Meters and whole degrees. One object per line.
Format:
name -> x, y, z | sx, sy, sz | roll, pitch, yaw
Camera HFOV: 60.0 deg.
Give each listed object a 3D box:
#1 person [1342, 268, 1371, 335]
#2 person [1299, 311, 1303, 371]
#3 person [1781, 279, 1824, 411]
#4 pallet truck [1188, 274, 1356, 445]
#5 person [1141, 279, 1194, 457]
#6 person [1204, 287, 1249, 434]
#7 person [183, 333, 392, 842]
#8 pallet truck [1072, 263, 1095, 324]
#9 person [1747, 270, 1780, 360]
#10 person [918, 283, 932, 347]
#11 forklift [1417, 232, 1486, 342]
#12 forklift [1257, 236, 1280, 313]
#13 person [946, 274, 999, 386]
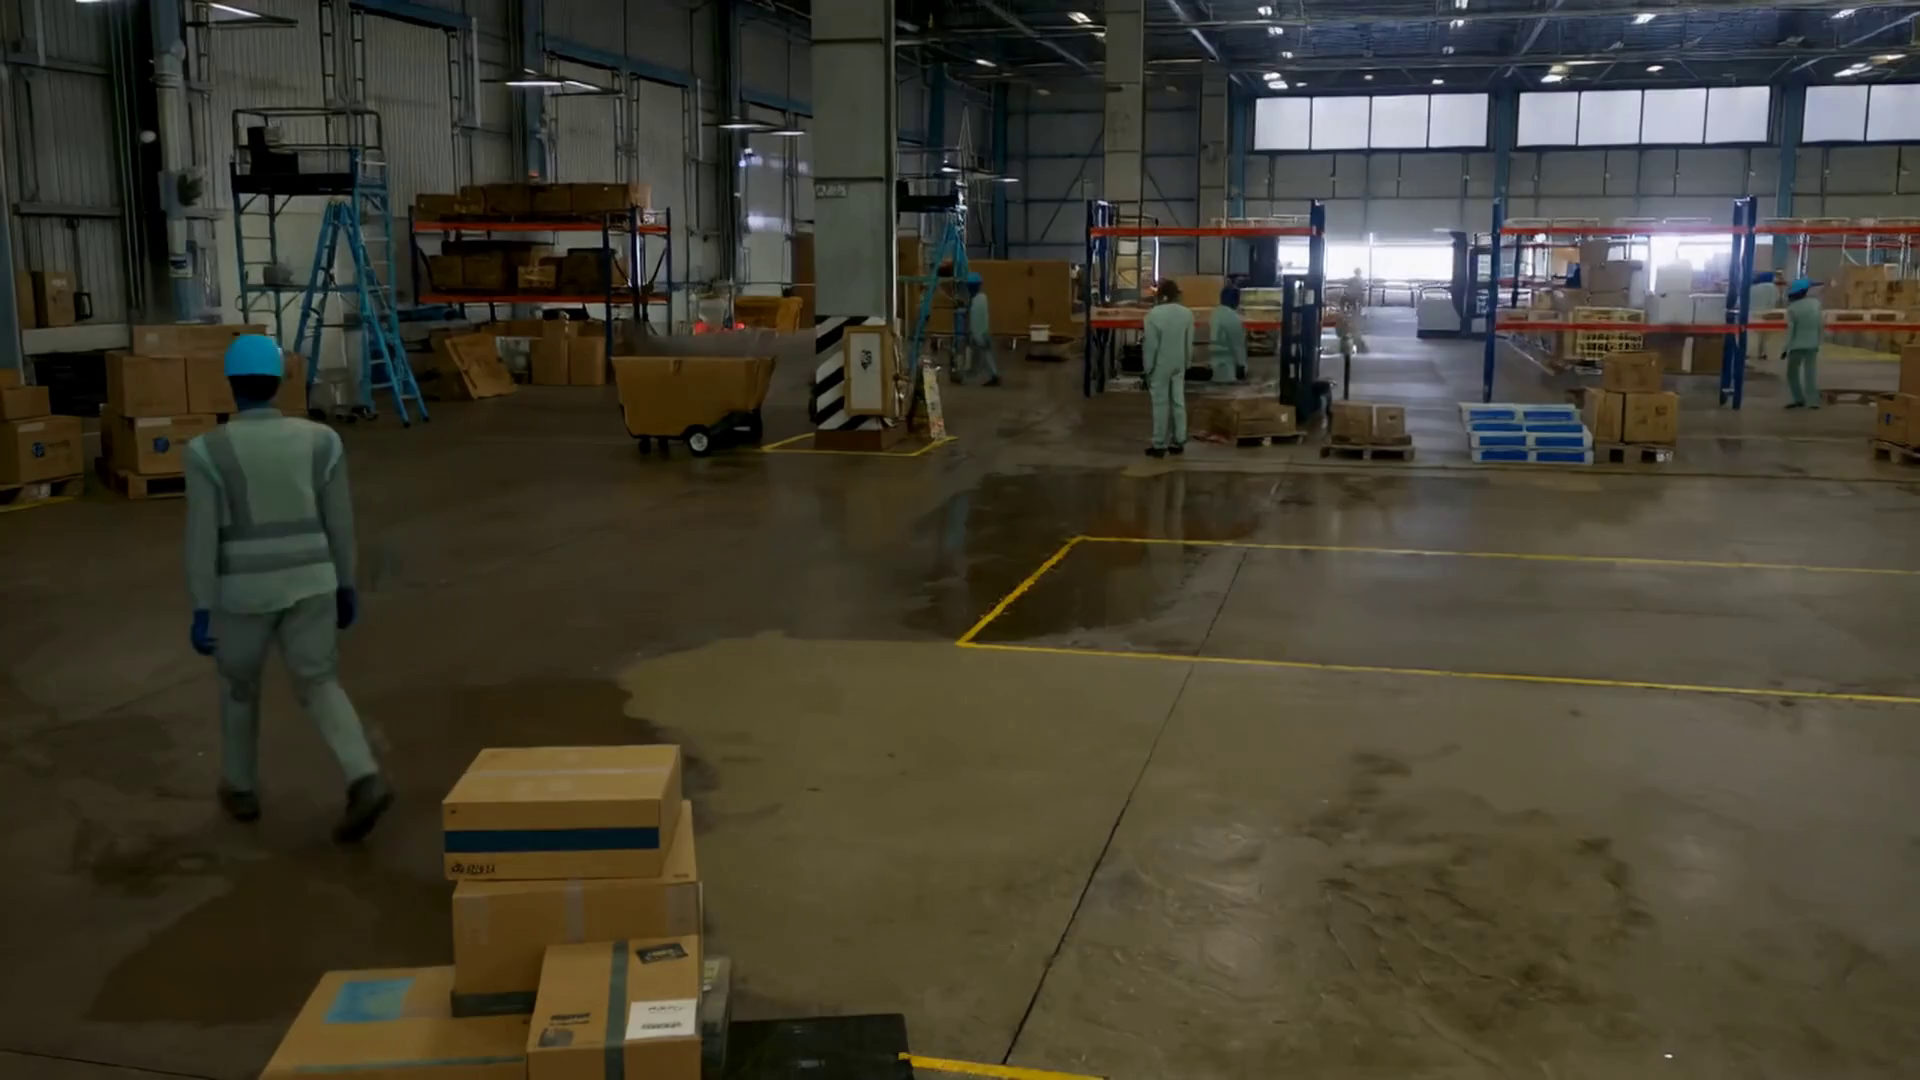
person -> 11.011, -6.629, 46.382 | 1.012, 1.895, 0.639 | -2, 10, -9
person -> 6.711, -4.099, 31.904 | 0.485, 1.739, 0.319 | -8, 13, -39
person -> 12.041, -2.768, 23.682 | 0.730, 1.880, 0.345 | -2, 10, -13
pallet truck -> 3.653, -2.138, 19.590 | 1.885, 1.965, 0.823 | -4, 10, -20
person -> 2.261, -1.878, 18.228 | 0.630, 1.940, 0.372 | -5, 11, -29
person -> 3.337, -2.193, 20.467 | 0.790, 1.811, 0.636 | -3, 10, -16
person -> -2.533, 0.183, 6.238 | 0.655, 1.903, 0.912 | -9, 13, -42
pallet truck -> 4.325, -8.180, 55.162 | 0.823, 1.965, 1.885 | 6, 11, 31
person -> 17.091, -4.788, 35.418 | 0.572, 1.920, 0.644 | -9, 13, -42
person -> -0.856, -5.579, 40.736 | 0.321, 1.694, 0.529 | -8, 12, -38
forklift -> 12.845, -6.541, 42.919 | 1.873, 2.768, 1.129 | 2, 10, 14
forklift -> 9.418, -7.905, 50.951 | 1.873, 2.768, 1.129 | -2, 10, -12
person -> 0.231, -3.538, 28.125 | 0.952, 1.890, 0.556 | -1, 10, -8
